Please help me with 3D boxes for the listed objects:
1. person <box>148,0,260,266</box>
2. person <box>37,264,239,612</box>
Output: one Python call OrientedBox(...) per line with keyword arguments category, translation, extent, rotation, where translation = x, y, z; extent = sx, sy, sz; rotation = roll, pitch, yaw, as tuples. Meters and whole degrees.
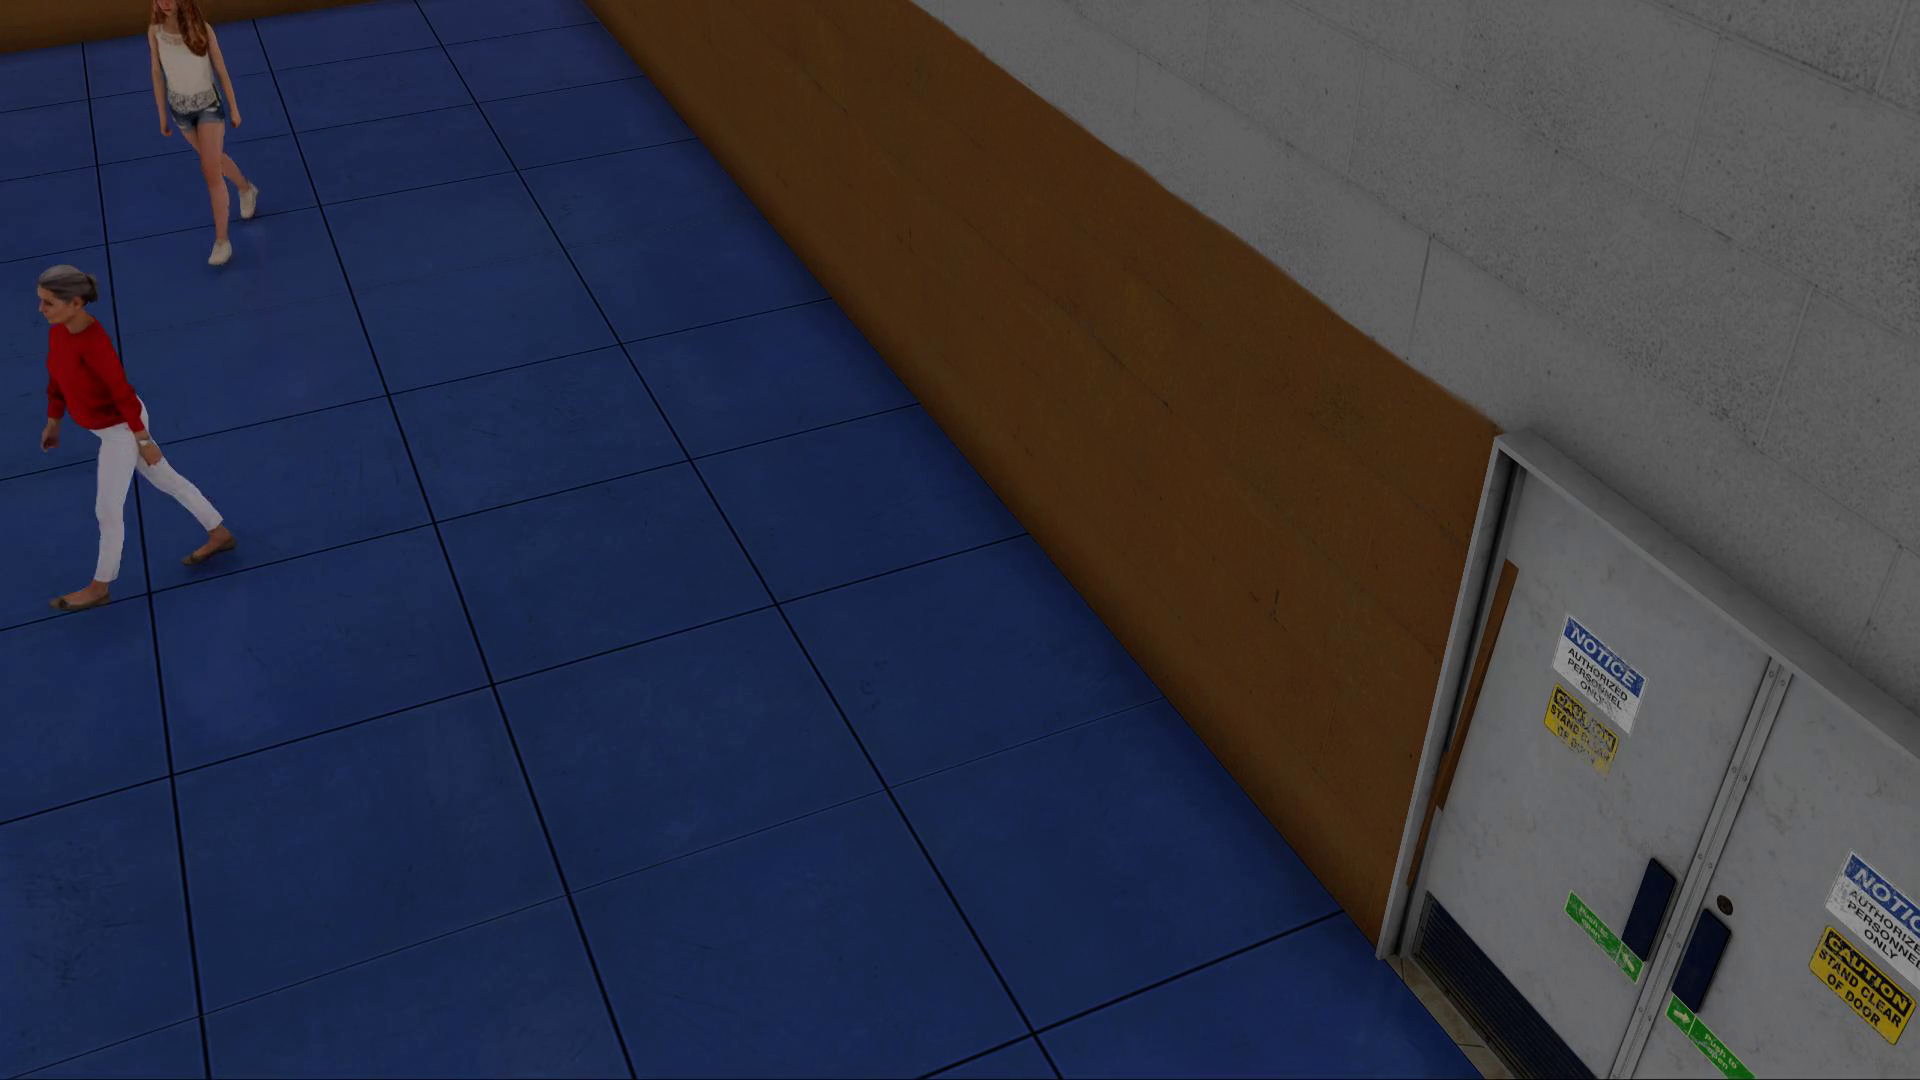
OrientedBox(category="person", translation=(-4.699, -2.672, 10.351), extent=(1.177, 1.717, 0.998), rotation=(1, 37, 1))
OrientedBox(category="person", translation=(-3.704, -0.509, 7.527), extent=(1.150, 1.648, 0.784), rotation=(-28, 45, -32))
